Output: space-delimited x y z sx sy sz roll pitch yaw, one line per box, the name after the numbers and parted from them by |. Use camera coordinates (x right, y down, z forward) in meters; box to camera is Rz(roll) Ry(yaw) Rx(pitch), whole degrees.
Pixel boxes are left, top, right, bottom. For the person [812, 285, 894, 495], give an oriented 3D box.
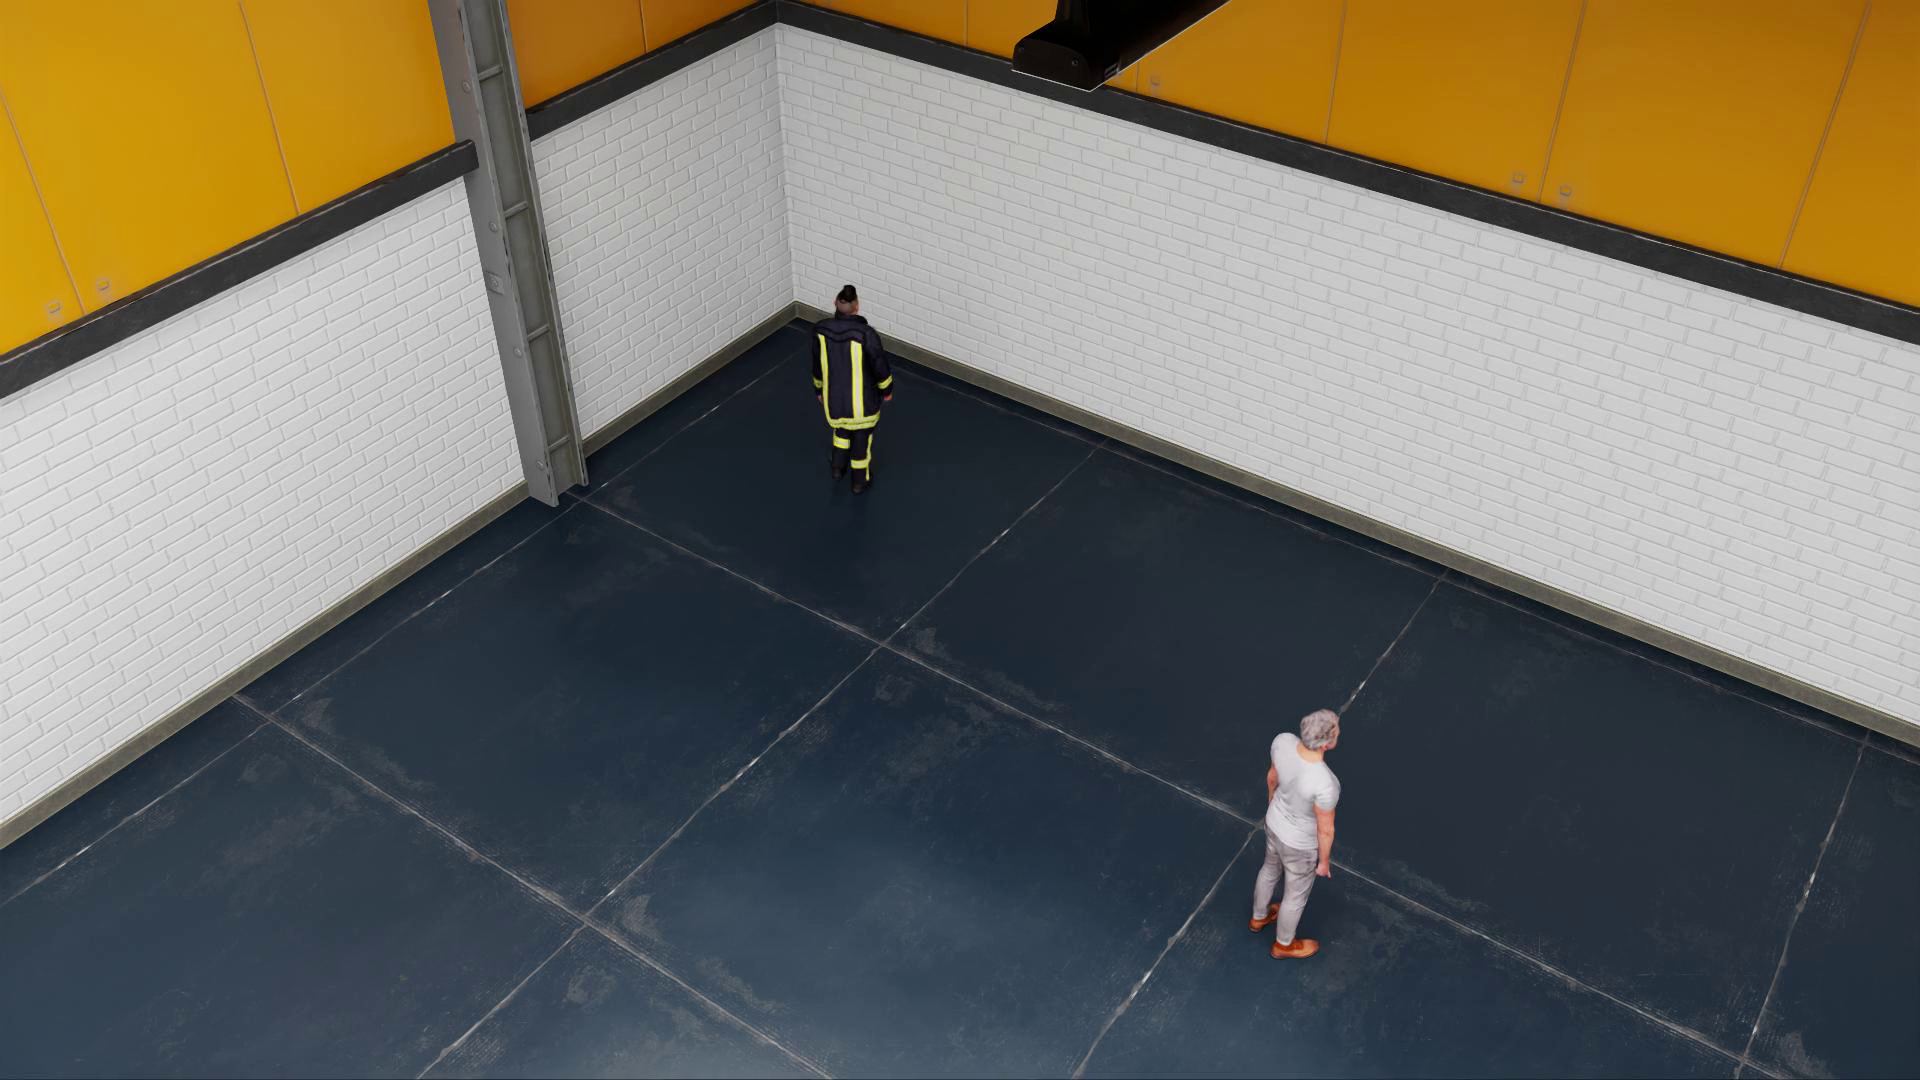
-0.863 -1.123 12.798 0.814 1.855 0.784 14 41 17 | person

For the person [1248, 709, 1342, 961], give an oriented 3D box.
1.883 1.641 9.359 0.738 1.827 0.768 -17 42 -20 | person
